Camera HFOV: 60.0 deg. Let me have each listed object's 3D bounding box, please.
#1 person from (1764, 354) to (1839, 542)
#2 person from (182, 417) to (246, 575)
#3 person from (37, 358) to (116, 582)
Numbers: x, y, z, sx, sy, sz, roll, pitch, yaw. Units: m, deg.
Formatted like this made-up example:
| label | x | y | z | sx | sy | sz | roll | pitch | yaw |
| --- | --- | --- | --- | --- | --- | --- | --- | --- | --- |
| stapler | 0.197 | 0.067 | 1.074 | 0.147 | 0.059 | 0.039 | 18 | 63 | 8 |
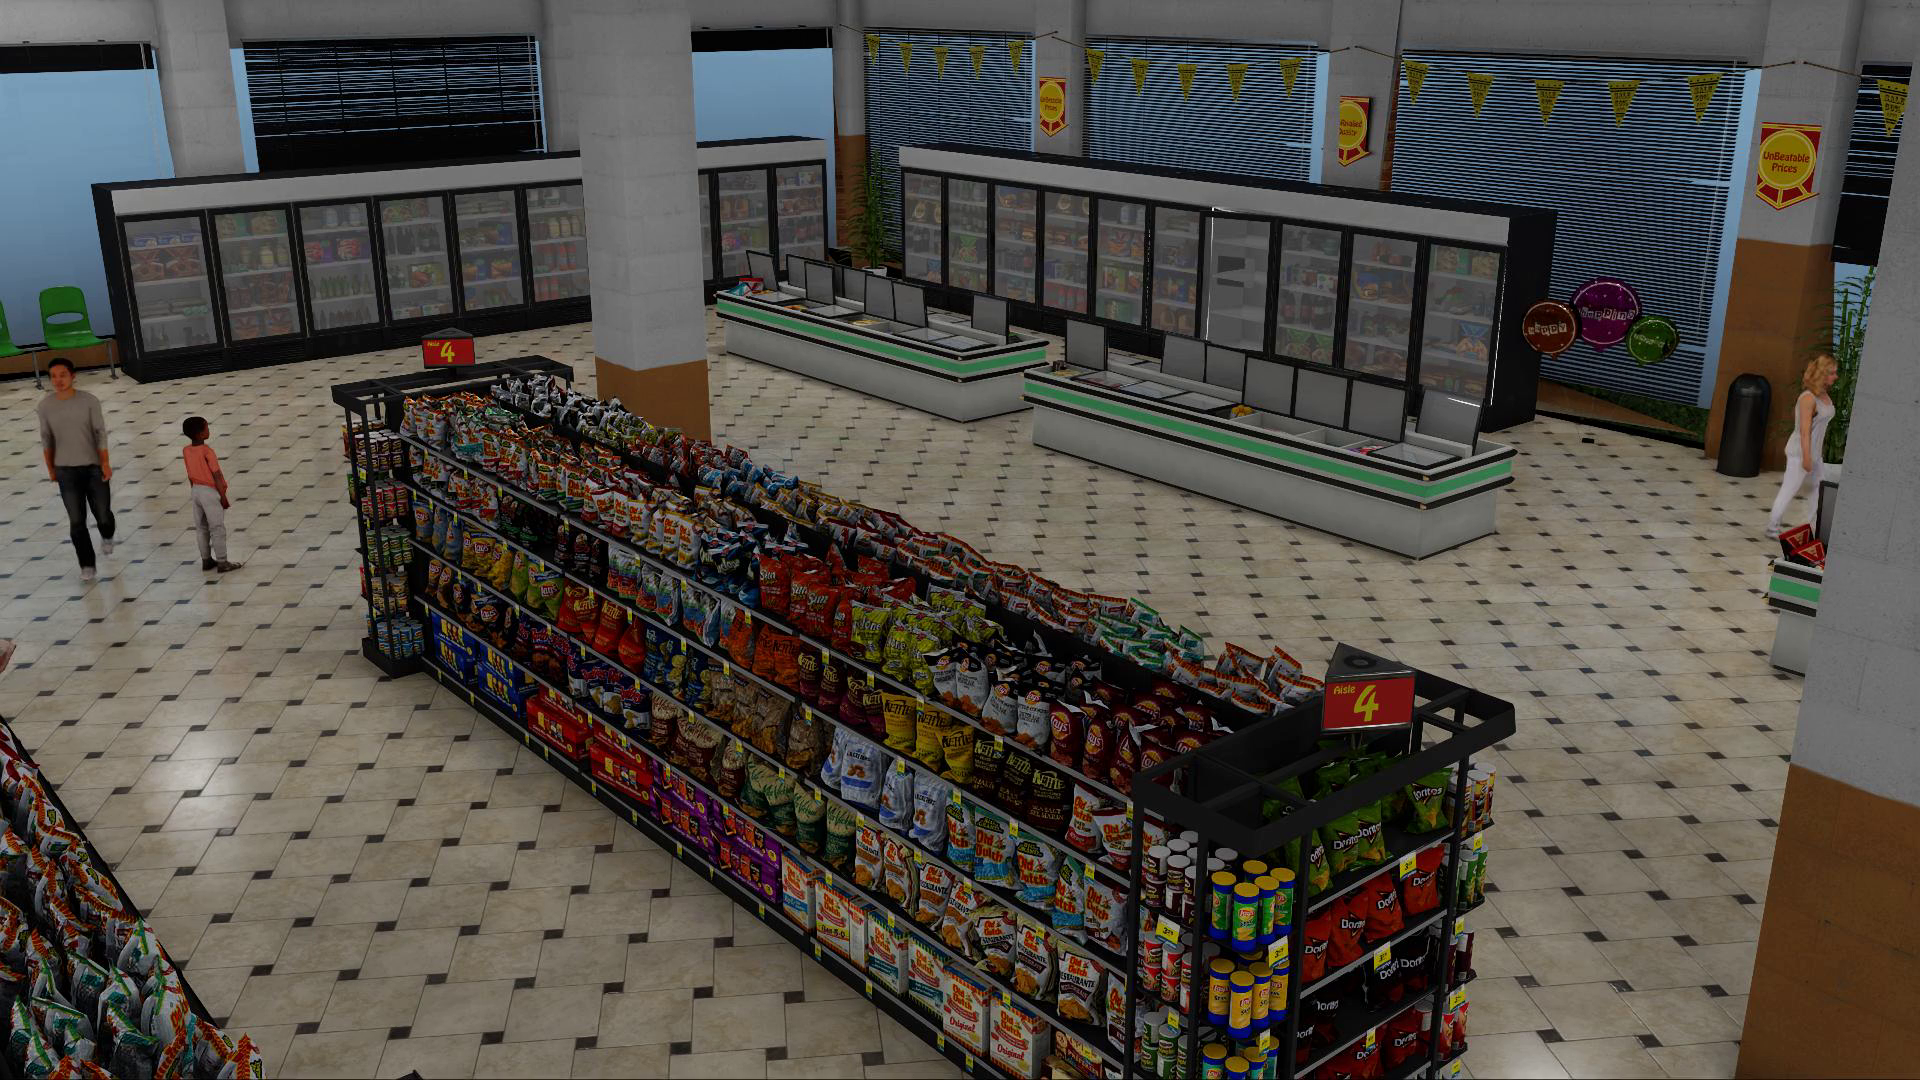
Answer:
| label | x | y | z | sx | sy | sz | roll | pitch | yaw |
| --- | --- | --- | --- | --- | --- | --- | --- | --- | --- |
| person | 7.138 | -0.781 | 14.208 | 0.668 | 1.654 | 0.789 | -18 | 25 | -42 |
| person | -6.129 | -0.371 | 13.528 | 0.527 | 1.311 | 0.617 | 8 | 20 | 22 |
| person | -7.098 | -0.606 | 13.479 | 0.887 | 1.787 | 1.135 | -6 | 19 | -16 |
